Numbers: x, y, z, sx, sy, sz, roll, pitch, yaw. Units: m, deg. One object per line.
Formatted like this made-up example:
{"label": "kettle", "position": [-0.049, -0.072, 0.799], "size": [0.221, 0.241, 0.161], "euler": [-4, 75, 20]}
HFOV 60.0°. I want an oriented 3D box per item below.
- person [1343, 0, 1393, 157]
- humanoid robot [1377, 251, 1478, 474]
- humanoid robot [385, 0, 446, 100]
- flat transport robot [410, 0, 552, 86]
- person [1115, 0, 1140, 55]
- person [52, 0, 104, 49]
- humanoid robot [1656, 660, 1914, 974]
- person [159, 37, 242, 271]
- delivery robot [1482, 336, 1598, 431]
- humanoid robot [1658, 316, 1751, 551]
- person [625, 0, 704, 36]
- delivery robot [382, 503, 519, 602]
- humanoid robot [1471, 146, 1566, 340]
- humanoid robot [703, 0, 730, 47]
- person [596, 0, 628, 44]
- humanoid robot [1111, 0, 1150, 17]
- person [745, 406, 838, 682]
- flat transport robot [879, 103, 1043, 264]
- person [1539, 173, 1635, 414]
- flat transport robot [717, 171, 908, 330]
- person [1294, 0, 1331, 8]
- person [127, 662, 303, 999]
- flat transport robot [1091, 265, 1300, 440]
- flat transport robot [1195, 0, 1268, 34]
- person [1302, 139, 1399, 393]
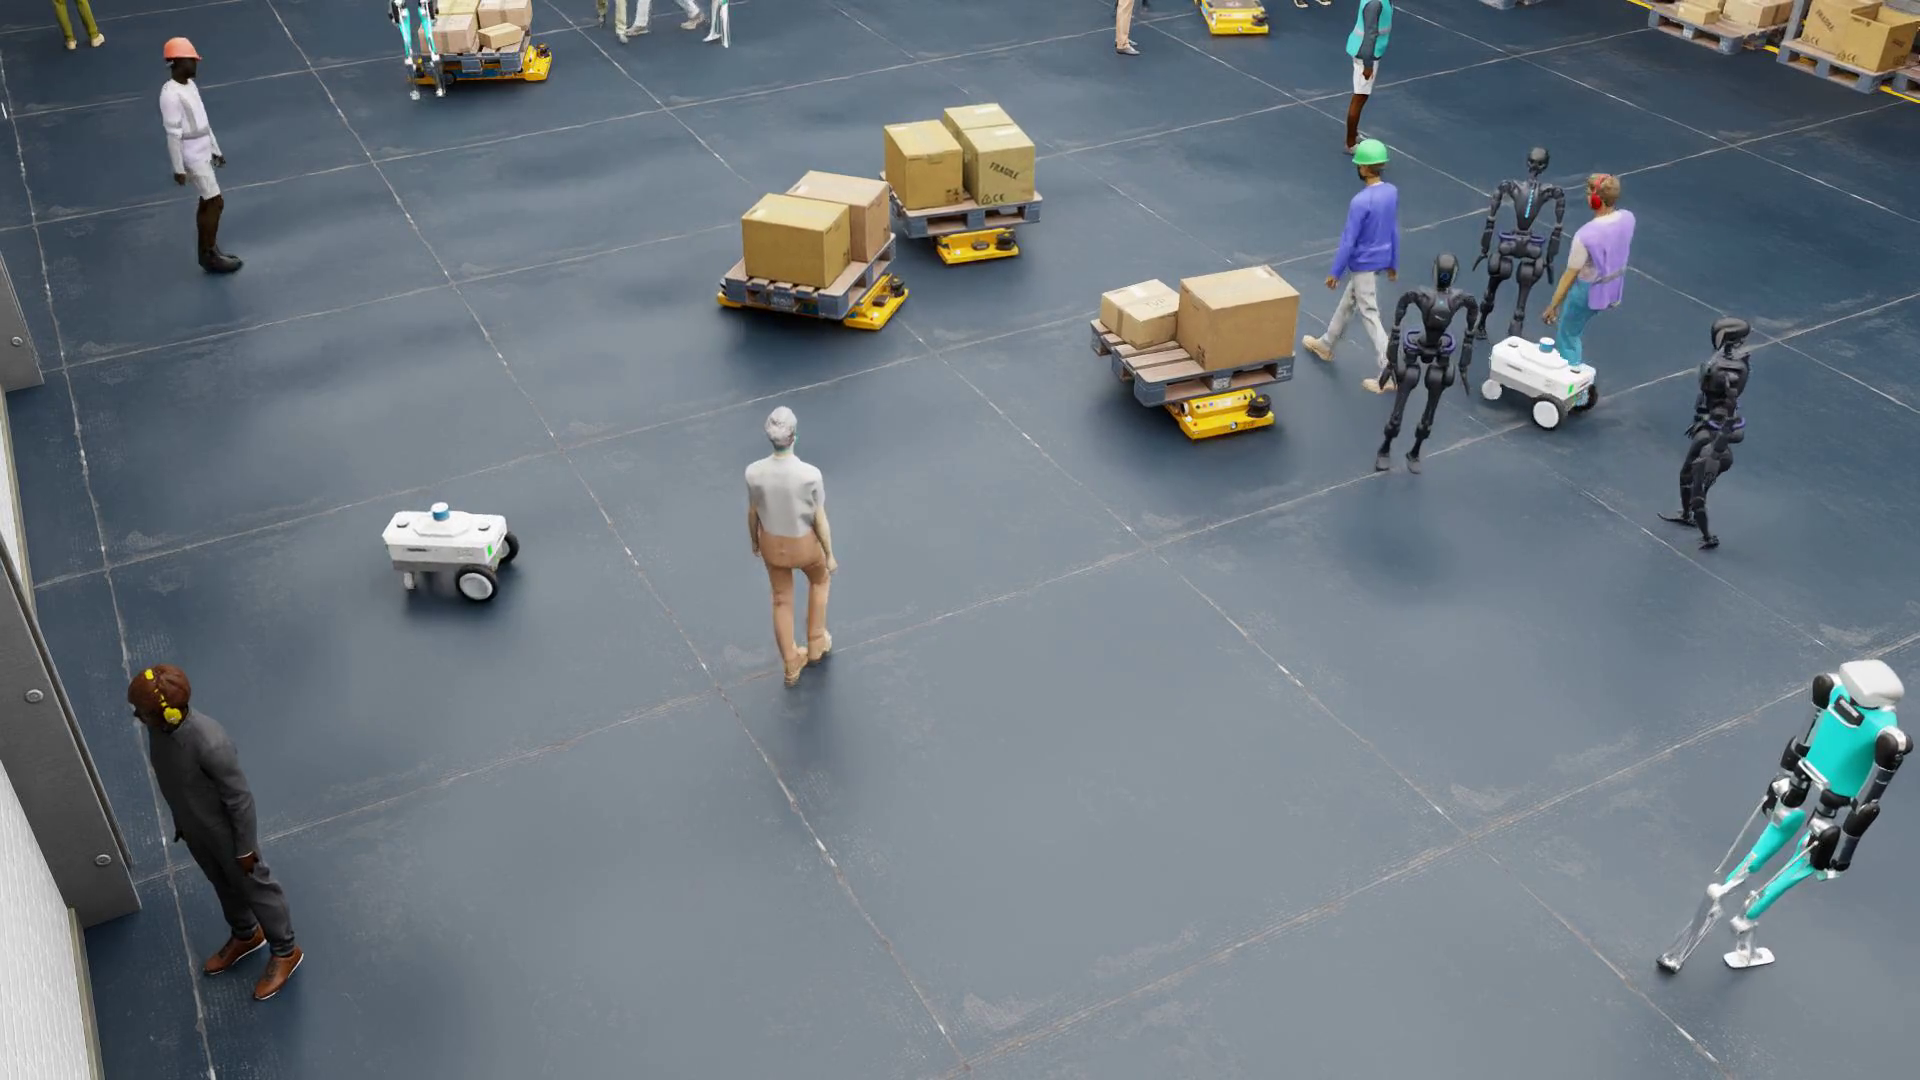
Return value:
{"label": "person", "position": [3.906, -4.649, 15.900], "size": [0.430, 1.938, 0.550], "euler": [11, 36, 15]}
{"label": "humanoid robot", "position": [3.144, -1.174, 11.168], "size": [0.599, 1.653, 0.330], "euler": [5, 35, 7]}
{"label": "humanoid robot", "position": [-5.623, -5.406, 17.133], "size": [0.531, 1.751, 0.698], "euler": [-11, 36, -15]}
{"label": "flat transport robot", "position": [-5.212, -5.178, 18.109], "size": [1.431, 0.231, 0.659], "euler": [-3, 35, -5]}
{"label": "person", "position": [1.898, -6.242, 18.402], "size": [0.379, 1.674, 0.478], "euler": [1, 35, 2]}
{"label": "person", "position": [-10.026, -6.399, 18.487], "size": [0.533, 1.834, 0.346], "euler": [-12, 37, -16]}
{"label": "humanoid robot", "position": [3.635, 1.367, 7.561], "size": [0.832, 1.861, 0.545], "euler": [-8, 36, -11]}
{"label": "person", "position": [-6.367, -3.200, 13.876], "size": [0.442, 1.881, 0.625], "euler": [-6, 35, -8]}
{"label": "delivery robot", "position": [4.257, -1.177, 12.163], "size": [0.499, 0.614, 0.812], "euler": [-27, 43, -33]}
{"label": "humanoid robot", "position": [4.745, -0.660, 10.456], "size": [0.408, 1.644, 0.628], "euler": [5, 35, 7]}
{"label": "person", "position": [-3.419, -6.687, 18.895], "size": [0.915, 1.849, 0.574], "euler": [-19, 39, -25]}
{"label": "delivery robot", "position": [-3.170, 0.042, 10.418], "size": [0.780, 0.609, 0.523], "euler": [2, 35, 3]}
{"label": "humanoid robot", "position": [4.218, -2.164, 12.607], "size": [0.609, 1.607, 0.679], "euler": [8, 36, 11]}
{"label": "humanoid robot", "position": [-2.742, -6.328, 18.525], "size": [0.530, 1.841, 0.795], "euler": [7, 36, 10]}
{"label": "person", "position": [-3.949, -6.555, 18.723], "size": [0.603, 1.817, 0.555], "euler": [-13, 37, -17]}
{"label": "humanoid robot", "position": [2.056, -6.988, 19.494], "size": [0.622, 1.643, 0.603], "euler": [14, 38, 20]}
{"label": "person", "position": [-0.934, -0.001, 9.443], "size": [0.529, 1.727, 0.569], "euler": [6, 36, 9]}
{"label": "flat transport robot", "position": [-0.012, -2.855, 14.792], "size": [0.659, 0.231, 1.431], "euler": [-10, 36, -14]}
{"label": "person", "position": [4.424, -1.734, 11.834], "size": [0.634, 1.819, 0.507], "euler": [-26, 43, -32]}
{"label": "flat transport robot", "position": [-1.205, -2.039, 13.627], "size": [1.431, 0.231, 0.659], "euler": [11, 37, 16]}
{"label": "person", "position": [4.283, -7.343, 19.723], "size": [0.605, 1.966, 0.368], "euler": [-12, 37, -17]}
{"label": "person", "position": [-3.346, 1.295, 7.470], "size": [0.491, 1.872, 0.360], "euler": [19, 39, 25]}
{"label": "flat transport robot", "position": [1.721, -1.223, 12.462], "size": [0.659, 0.231, 1.431], "euler": [-12, 37, -16]}
{"label": "flat transport robot", "position": [3.201, -6.321, 19.741], "size": [0.659, 0.231, 1.431], "euler": [-1, 35, -2]}
{"label": "person", "position": [3.020, -2.019, 12.260], "size": [0.532, 1.821, 0.970], "euler": [-27, 43, -33]}
